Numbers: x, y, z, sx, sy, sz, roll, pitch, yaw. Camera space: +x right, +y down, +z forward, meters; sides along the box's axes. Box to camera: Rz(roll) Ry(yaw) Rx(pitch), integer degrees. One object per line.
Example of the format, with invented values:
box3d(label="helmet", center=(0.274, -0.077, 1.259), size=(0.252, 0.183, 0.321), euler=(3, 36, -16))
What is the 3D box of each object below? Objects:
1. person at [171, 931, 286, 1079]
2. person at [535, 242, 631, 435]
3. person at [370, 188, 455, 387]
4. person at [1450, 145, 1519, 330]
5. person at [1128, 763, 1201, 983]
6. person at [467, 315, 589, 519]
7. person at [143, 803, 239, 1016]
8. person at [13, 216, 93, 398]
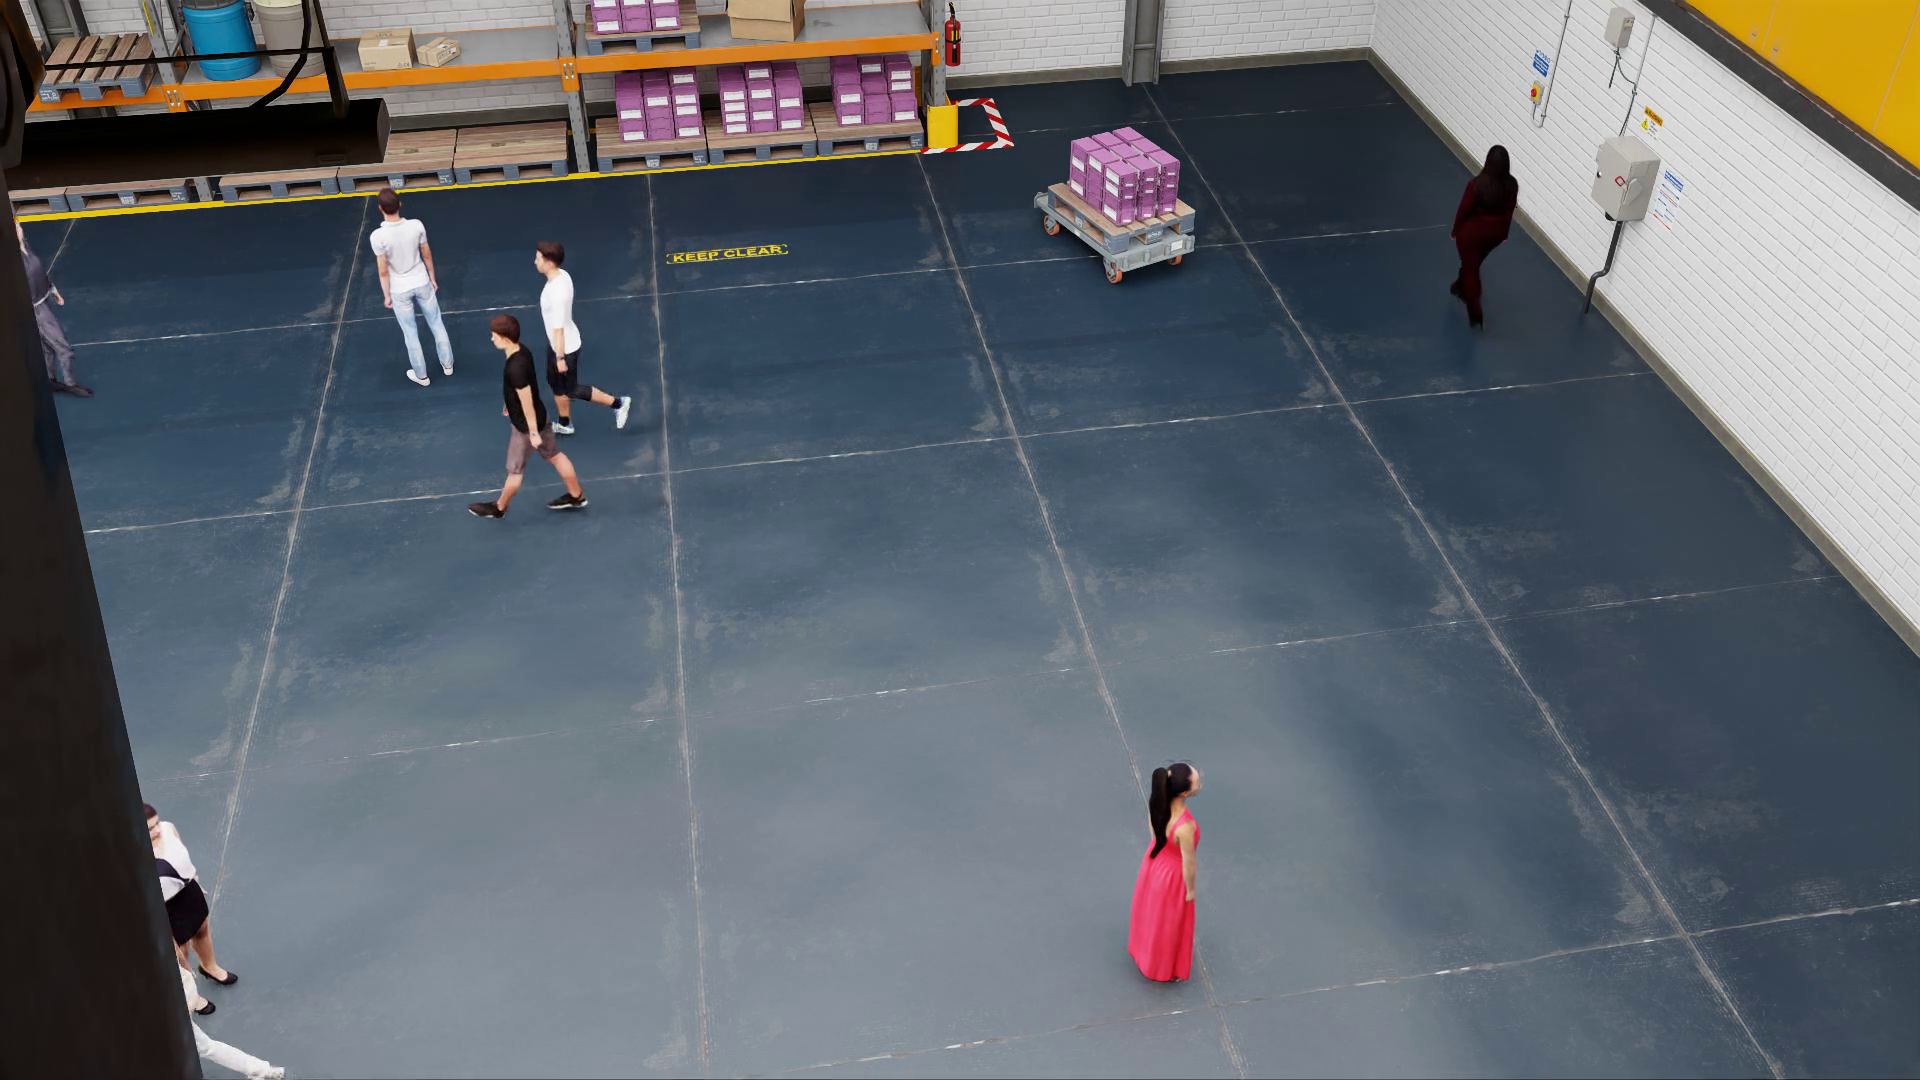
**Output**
box3d(label="person", center=(-4.146, 2.476, 8.900), size=(1.107, 1.637, 0.702), euler=(-2, 39, -2))
box3d(label="person", center=(-3.232, -1.642, 13.905), size=(1.035, 1.826, 0.677), euler=(-6, 39, -8))
box3d(label="person", center=(-4.826, -2.219, 14.608), size=(0.658, 1.850, 0.792), euler=(-25, 45, -28))
box3d(label="person", center=(4.858, -2.767, 15.398), size=(0.998, 1.720, 0.752), euler=(-8, 39, -9))
box3d(label="person", center=(1.195, 1.905, 9.543), size=(0.651, 1.727, 0.671), euler=(-16, 41, -19))
box3d(label="person", center=(-3.292, -0.942, 13.035), size=(1.145, 1.817, 0.713), euler=(-8, 39, -9))
box3d(label="person", center=(-4.451, 2.066, 9.406), size=(0.628, 1.647, 0.618), euler=(9, 39, 11))
box3d(label="person", center=(-8.086, -2.009, 14.413), size=(0.645, 1.765, 0.627), euler=(-4, 39, -5))
